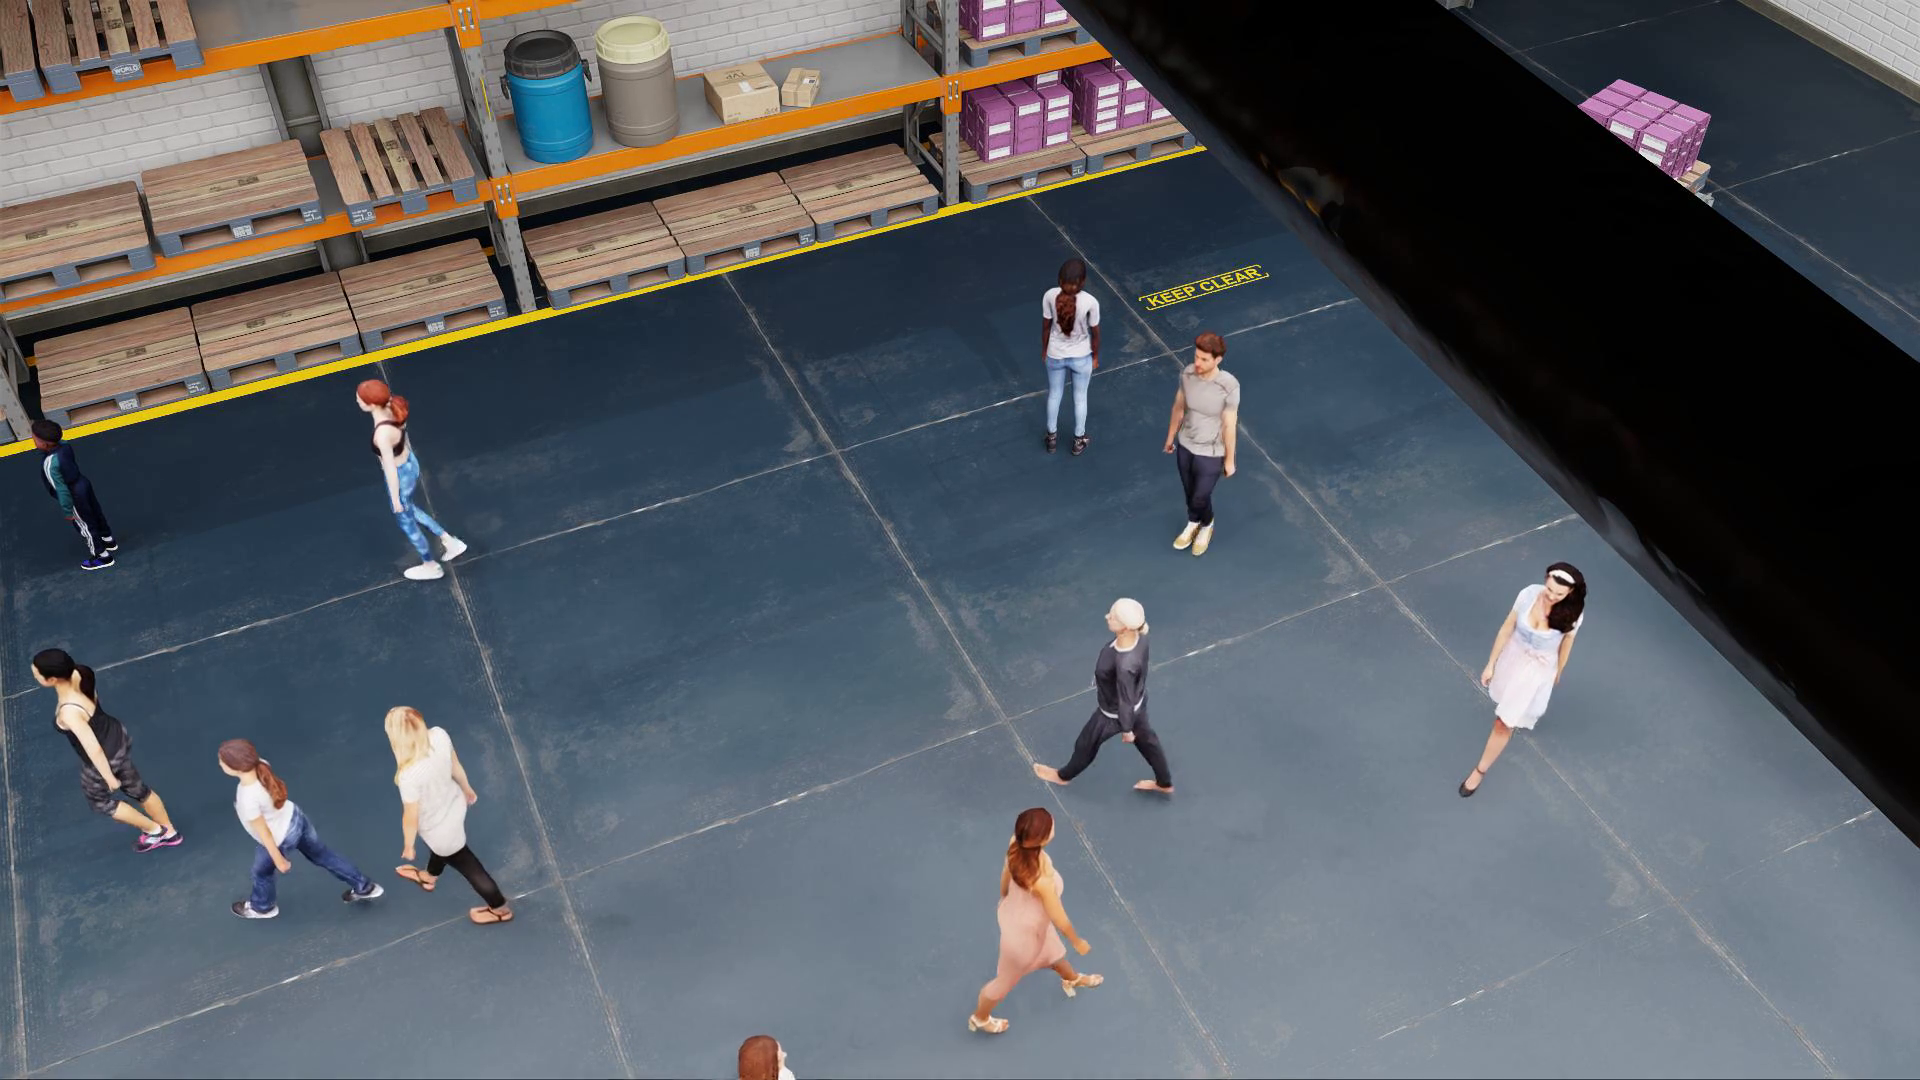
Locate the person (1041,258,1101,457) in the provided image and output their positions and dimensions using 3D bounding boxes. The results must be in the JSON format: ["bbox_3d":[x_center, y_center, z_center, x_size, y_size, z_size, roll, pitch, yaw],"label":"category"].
[{"bbox_3d":[0.814,-1.368,12.394,0.651,1.719,0.731,10,44,10],"label":"person"}]

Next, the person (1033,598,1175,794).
[{"bbox_3d":[1.050,0.983,9.956,1.139,1.679,1.083,14,45,15],"label":"person"}]

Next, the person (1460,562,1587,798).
[{"bbox_3d":[3.493,0.736,10.158,0.936,1.757,1.293,34,53,31],"label":"person"}]

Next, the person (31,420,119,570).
[{"bbox_3d":[-6.213,-0.338,11.648,0.546,1.256,0.553,-5,44,-5],"label":"person"}]

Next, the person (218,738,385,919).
[{"bbox_3d":[-3.754,1.640,9.382,1.158,1.520,0.853,-1,44,-1],"label":"person"}]

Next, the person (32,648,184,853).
[{"bbox_3d":[-4.859,1.231,9.669,0.654,1.714,0.628,-8,44,-8],"label":"person"}]

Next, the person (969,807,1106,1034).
[{"bbox_3d":[0.240,2.070,8.735,1.080,1.790,0.737,-9,44,-9],"label":"person"}]

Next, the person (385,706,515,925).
[{"bbox_3d":[-2.789,1.572,9.250,1.114,1.801,0.988,7,44,8],"label":"person"}]

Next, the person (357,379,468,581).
[{"bbox_3d":[-3.696,-0.388,11.327,0.814,1.772,0.728,0,44,0],"label":"person"}]

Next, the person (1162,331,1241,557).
[{"bbox_3d":[1.740,-0.697,11.574,0.779,1.879,0.761,32,52,29],"label":"person"}]
